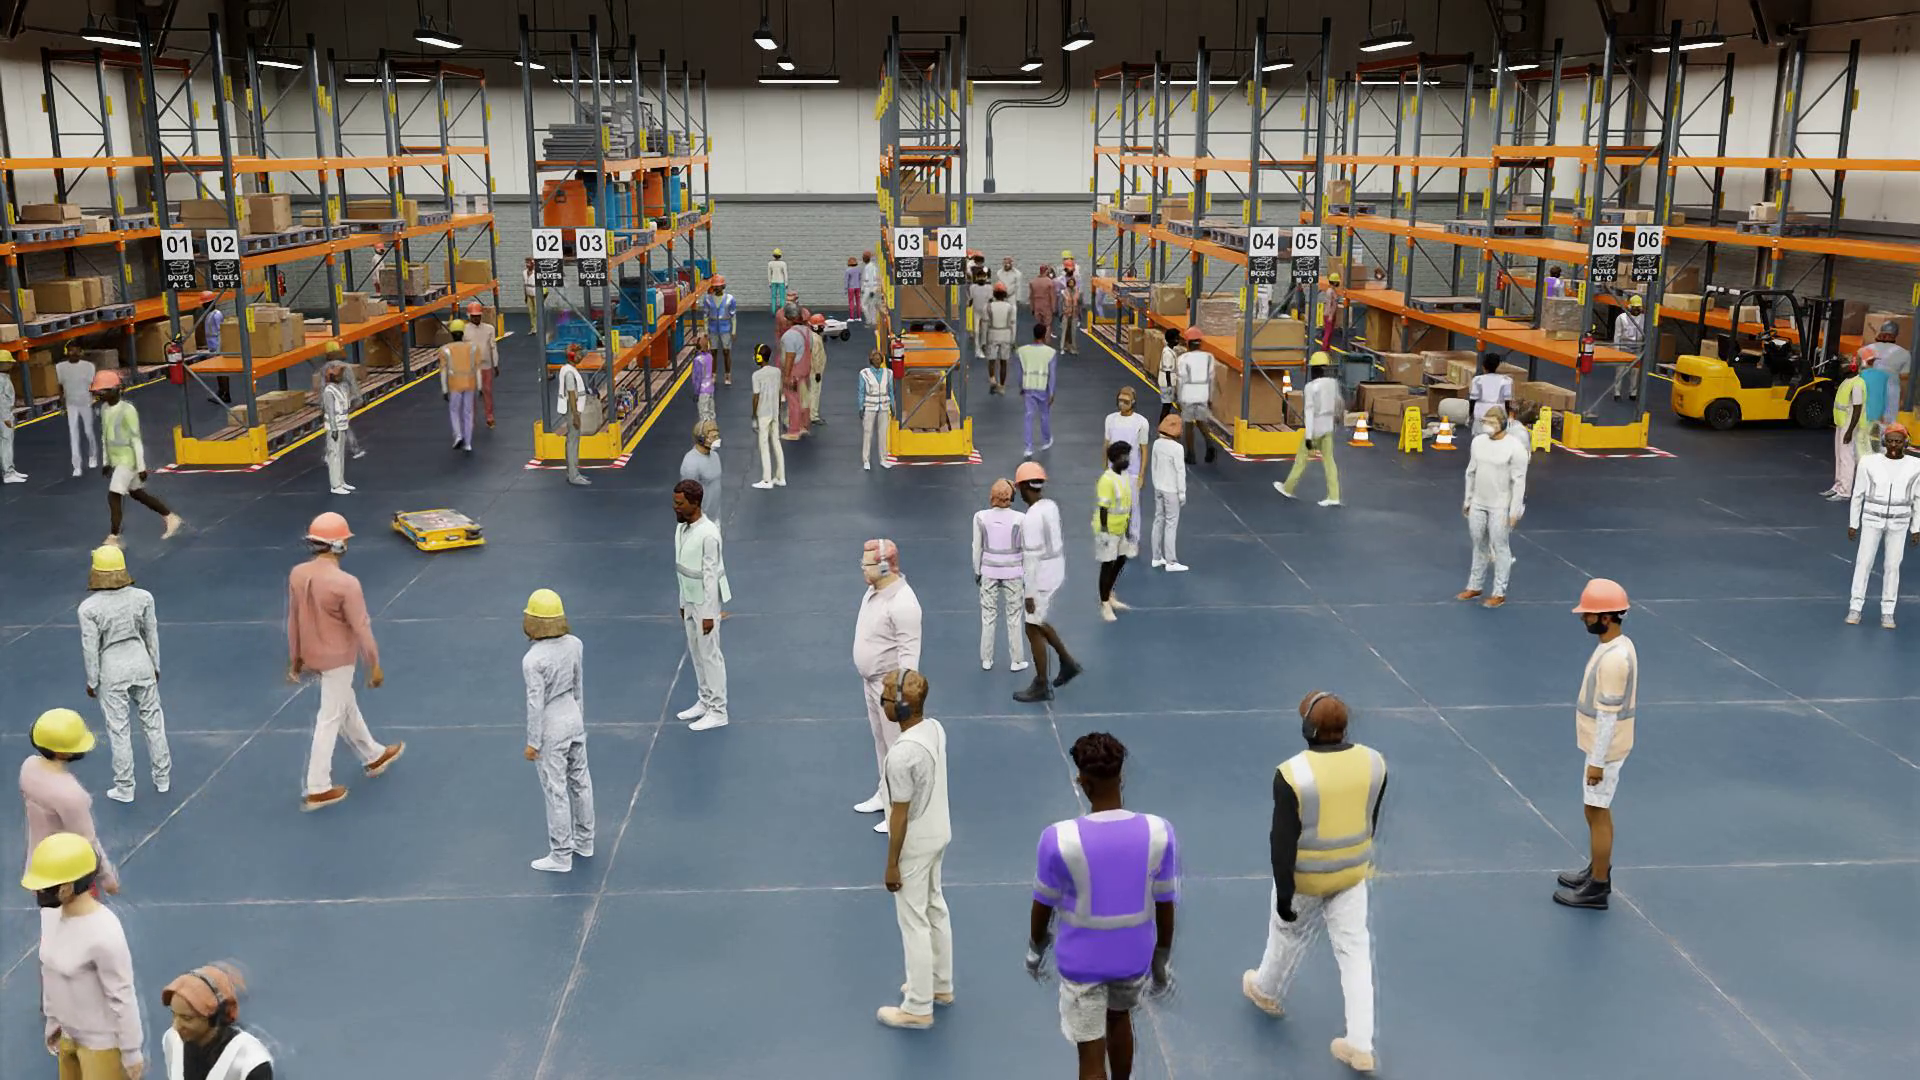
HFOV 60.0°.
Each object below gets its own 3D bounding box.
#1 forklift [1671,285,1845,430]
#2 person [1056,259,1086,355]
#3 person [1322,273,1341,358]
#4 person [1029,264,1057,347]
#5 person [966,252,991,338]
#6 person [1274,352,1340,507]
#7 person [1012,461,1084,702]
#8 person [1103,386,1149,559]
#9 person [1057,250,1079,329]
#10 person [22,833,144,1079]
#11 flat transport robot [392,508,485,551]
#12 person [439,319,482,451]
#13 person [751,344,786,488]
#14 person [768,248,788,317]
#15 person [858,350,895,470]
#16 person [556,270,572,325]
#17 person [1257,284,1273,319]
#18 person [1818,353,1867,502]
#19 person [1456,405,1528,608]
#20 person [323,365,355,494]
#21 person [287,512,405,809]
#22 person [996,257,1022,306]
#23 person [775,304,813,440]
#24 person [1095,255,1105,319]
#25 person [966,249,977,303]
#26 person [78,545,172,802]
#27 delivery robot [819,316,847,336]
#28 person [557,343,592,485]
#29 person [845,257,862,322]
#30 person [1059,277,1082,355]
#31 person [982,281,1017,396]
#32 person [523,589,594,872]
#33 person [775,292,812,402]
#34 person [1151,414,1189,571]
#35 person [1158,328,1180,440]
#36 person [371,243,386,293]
[{"bbox_3d":[12.503,-2.886,26.166,2.313,2.155,1.214,-1,13,-3],"label":"forklift"},{"bbox_3d":[2.336,-4.969,35.369,0.617,2.017,0.807,-7,15,-27],"label":"person"},{"bbox_3d":[7.762,-4.682,34.696,0.328,1.765,0.531,6,15,24],"label":"person"},{"bbox_3d":[1.794,-4.919,35.393,0.652,1.906,0.402,11,17,38],"label":"person"},{"bbox_3d":[0.419,-5.649,38.402,0.635,1.954,1.151,3,14,13],"label":"person"},{"bbox_3d":[4.343,-1.367,20.415,0.599,1.871,0.989,-9,16,-34],"label":"person"},{"bbox_3d":[0.653,0.332,13.180,0.543,1.893,0.701,5,14,19],"label":"person"},{"bbox_3d":[1.750,-0.722,17.744,0.508,1.847,0.345,7,15,26],"label":"person"},{"bbox_3d":[2.635,-6.081,40.331,0.588,1.901,0.781,6,14,23],"label":"person"},{"bbox_3d":[-3.384,1.944,6.647,0.529,1.749,0.583,10,17,36],"label":"person"},{"bbox_3d":[-5.866,-0.140,18.654,0.652,0.197,1.431,-8,16,-31],"label":"flat transport robot"},{"bbox_3d":[-7.188,-2.228,23.980,0.588,1.911,0.416,-5,14,-21],"label":"person"},{"bbox_3d":[-2.480,-1.594,21.413,0.328,1.862,0.506,11,17,38],"label":"person"},{"bbox_3d":[-4.693,-6.628,42.930,0.526,1.772,0.308,3,14,11],"label":"person"},{"bbox_3d":[-1.137,-1.777,22.654,0.522,1.639,0.309,-5,14,-22],"label":"person"},{"bbox_3d":[-8.703,-5.077,36.452,0.375,1.720,0.589,-2,13,-7],"label":"person"},{"bbox_3d":[7.028,-5.586,38.286,0.359,1.880,0.575,-3,14,-13],"label":"person"},{"bbox_3d":[10.974,-1.390,20.571,0.383,1.845,0.570,3,14,14],"label":"person"},{"bbox_3d":[5.075,-0.324,15.861,0.352,1.937,0.635,-9,16,-33],"label":"person"},{"bbox_3d":[-7.891,-1.404,21.077,0.310,1.638,0.523,-2,13,-8],"label":"person"},{"bbox_3d":[-4.105,0.763,11.203,0.657,1.952,0.978,8,16,32],"label":"person"},{"bbox_3d":[1.099,-5.556,38.155,0.647,1.882,0.453,6,15,24],"label":"person"},{"bbox_3d":[-2.517,-2.529,24.981,0.539,2.000,0.689,5,14,21],"label":"person"},{"bbox_3d":[3.442,-6.174,41.094,0.417,1.734,0.548,-3,14,-13],"label":"person"},{"bbox_3d":[0.288,-6.657,43.110,0.349,1.743,0.563,8,16,32],"label":"person"},{"bbox_3d":[-5.609,0.887,11.147,0.301,1.745,0.483,12,18,42],"label":"person"},{"bbox_3d":[-2.917,-4.820,37.667,0.707,0.478,0.477,-12,18,-43],"label":"delivery robot"},{"bbox_3d":[-5.041,-1.638,21.637,0.389,1.839,0.563,-4,14,-16],"label":"person"},{"bbox_3d":[-2.681,-6.318,41.928,0.493,1.625,0.280,-9,16,-33],"label":"person"},{"bbox_3d":[2.332,-4.743,35.220,0.523,1.638,0.311,-4,14,-17],"label":"person"},{"bbox_3d":[0.690,-3.527,29.249,0.617,2.016,0.511,0,13,1],"label":"person"},{"bbox_3d":[-2.458,1.144,10.059,0.308,1.744,0.485,7,15,26],"label":"person"},{"bbox_3d":[-2.864,-3.312,28.594,0.643,1.905,0.399,1,13,3],"label":"person"},{"bbox_3d":[2.170,-0.496,17.241,0.280,1.633,0.498,-7,15,-28],"label":"person"},{"bbox_3d":[3.130,-2.332,24.909,0.322,1.686,0.538,3,14,11],"label":"person"},{"bbox_3d":[-14.648,-6.527,42.043,0.407,1.985,0.618,-4,14,-16],"label":"person"}]
